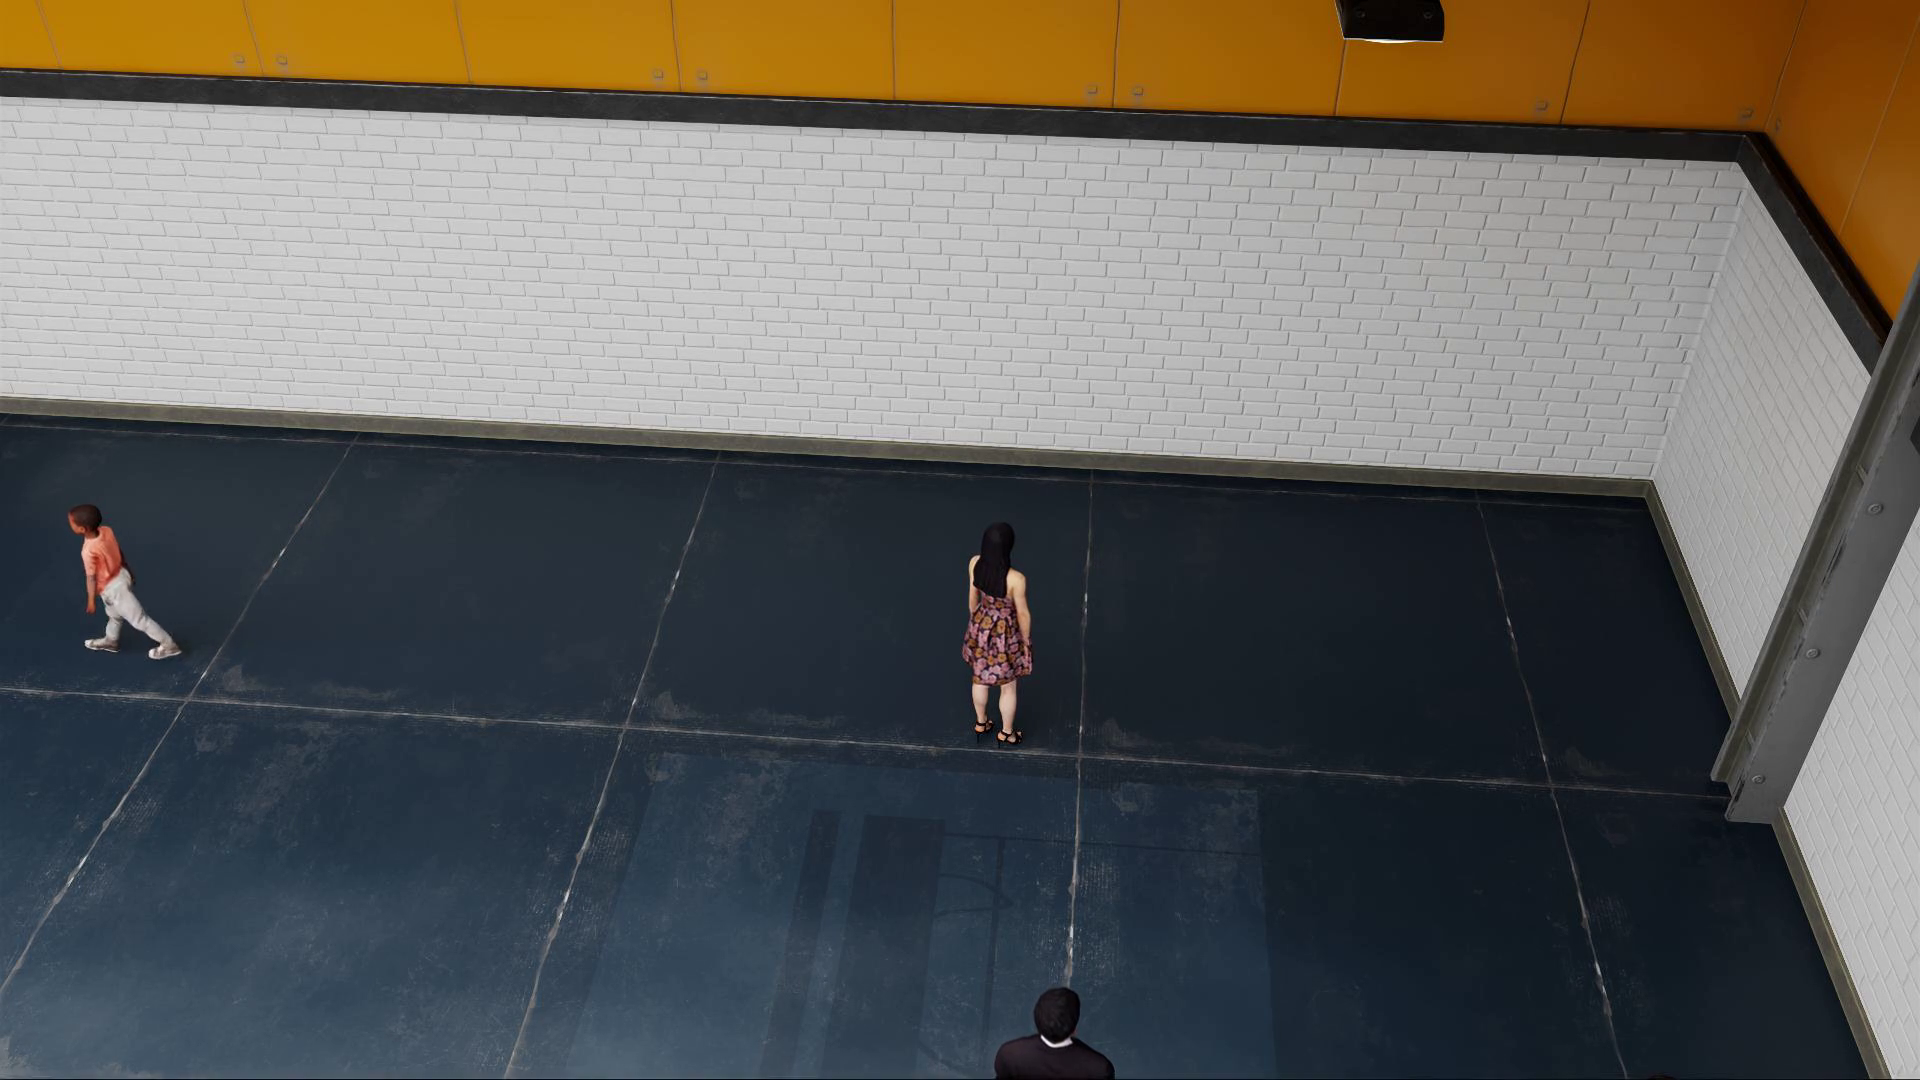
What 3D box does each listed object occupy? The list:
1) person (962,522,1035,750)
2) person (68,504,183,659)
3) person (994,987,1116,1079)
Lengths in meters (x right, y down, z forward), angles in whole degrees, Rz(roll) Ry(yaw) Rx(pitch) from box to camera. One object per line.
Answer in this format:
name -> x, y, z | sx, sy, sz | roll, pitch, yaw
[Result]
person -> 0.242, 0.599, 10.367 | 0.784, 1.774, 0.816 | 21, 43, 24
person -> -5.595, 0.308, 11.127 | 0.611, 1.280, 0.848 | 0, 39, 0
person -> 0.410, 2.737, 7.680 | 0.713, 1.786, 0.551 | 5, 39, 7
